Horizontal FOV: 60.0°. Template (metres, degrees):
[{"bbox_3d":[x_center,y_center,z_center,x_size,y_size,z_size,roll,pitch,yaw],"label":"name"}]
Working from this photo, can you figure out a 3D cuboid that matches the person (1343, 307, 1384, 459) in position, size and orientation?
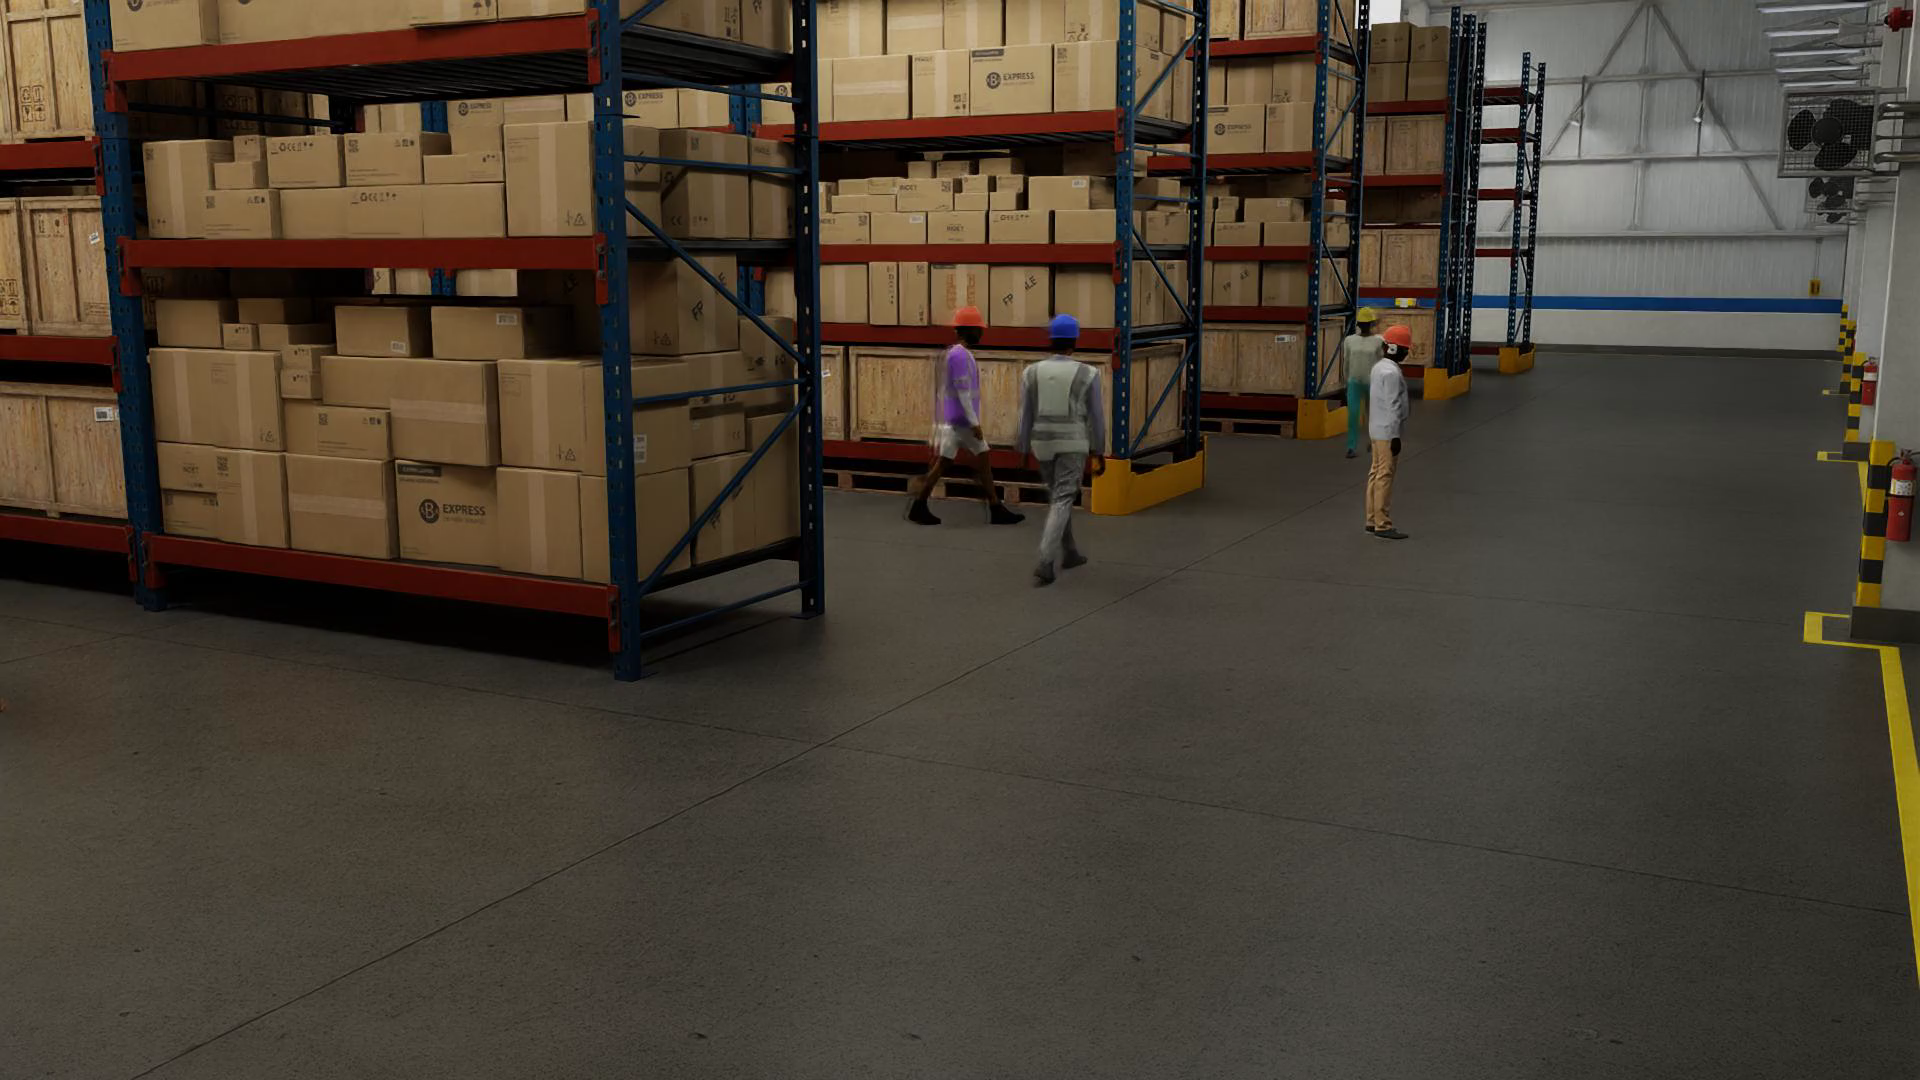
[{"bbox_3d":[4.666,-1.821,19.127,0.539,1.723,0.897,5,11,25],"label":"person"}]

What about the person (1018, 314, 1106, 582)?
[{"bbox_3d":[0.730,-0.667,11.956,0.623,1.902,1.019,5,11,28],"label":"person"}]

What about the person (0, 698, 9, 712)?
[{"bbox_3d":[-5.215,-0.029,8.469,0.699,1.826,0.636,6,11,31],"label":"person"}]

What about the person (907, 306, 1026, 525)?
[{"bbox_3d":[0.014,-1.044,14.198,1.010,1.891,0.549,2,10,14],"label":"person"}]

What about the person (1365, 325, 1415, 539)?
[{"bbox_3d":[3.534,-0.884,13.651,0.338,1.742,0.562,0,10,1],"label":"person"}]
